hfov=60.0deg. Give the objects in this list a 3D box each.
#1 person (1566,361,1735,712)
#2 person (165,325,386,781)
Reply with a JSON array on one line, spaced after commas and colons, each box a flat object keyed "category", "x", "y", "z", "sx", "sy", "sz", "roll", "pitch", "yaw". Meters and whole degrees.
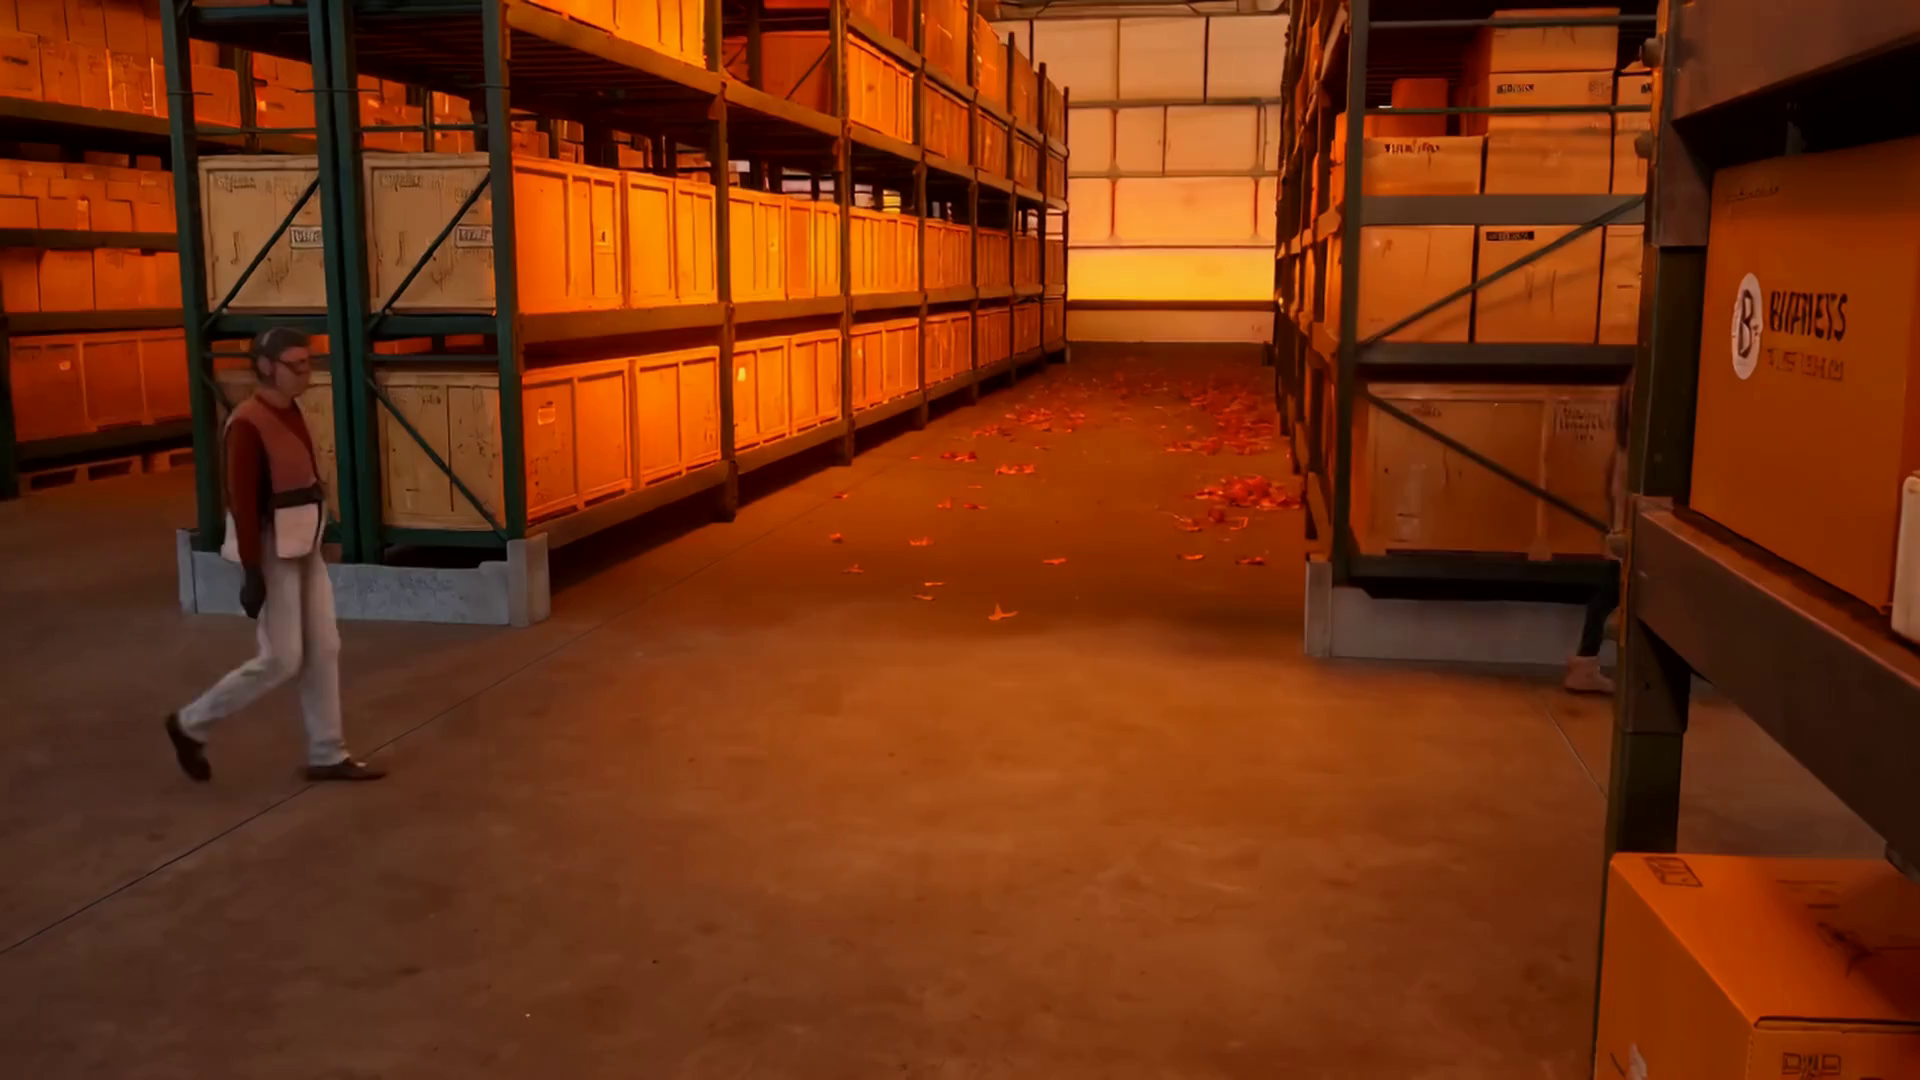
[{"category": "person", "x": 3.336, "y": -0.202, "z": 7.662, "sx": 1.006, "sy": 1.996, "sz": 0.638, "roll": 2, "pitch": 9, "yaw": 15}, {"category": "person", "x": -2.695, "y": 0.081, "z": 6.472, "sx": 0.718, "sy": 1.826, "sz": 0.569, "roll": 0, "pitch": 9, "yaw": 0}]
